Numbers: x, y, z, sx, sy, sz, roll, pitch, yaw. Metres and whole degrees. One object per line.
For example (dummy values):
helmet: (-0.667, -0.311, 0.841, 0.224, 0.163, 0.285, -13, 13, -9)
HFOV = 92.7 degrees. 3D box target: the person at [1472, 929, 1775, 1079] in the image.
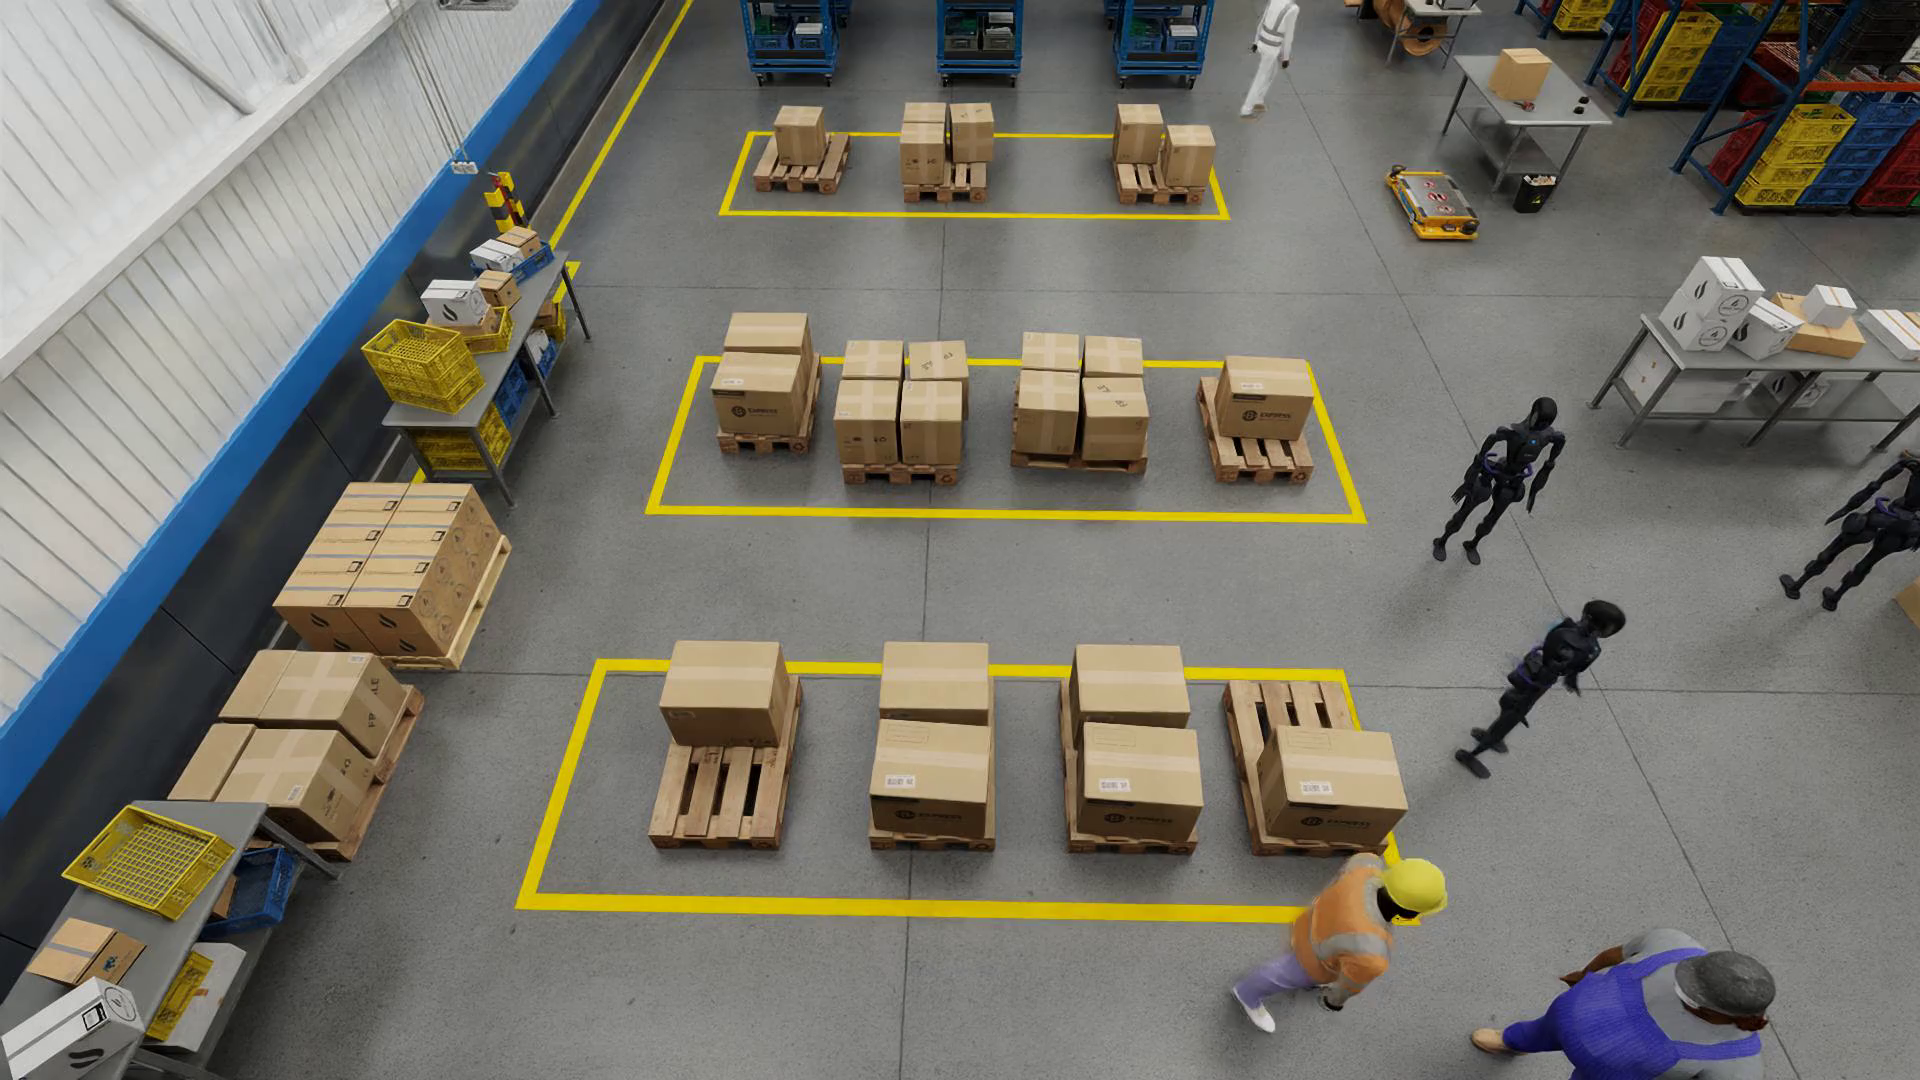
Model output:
person: (3.067, 2.354, 4.325, 0.539, 2.000, 0.688, -2, 49, -2)

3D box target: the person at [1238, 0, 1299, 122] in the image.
person: (4.154, -6.492, 12.101, 0.652, 1.853, 0.583, -11, 50, -9)

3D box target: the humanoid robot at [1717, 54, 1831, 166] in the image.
humanoid robot: (10.119, -5.385, 11.269, 0.556, 1.616, 0.644, 27, 54, 22)

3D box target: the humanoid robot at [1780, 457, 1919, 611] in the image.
humanoid robot: (6.794, -0.126, 6.708, 0.573, 1.652, 0.317, 20, 52, 17)

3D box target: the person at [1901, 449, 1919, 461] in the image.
person: (8.731, -1.251, 7.481, 0.390, 1.985, 0.610, 4, 49, 3)

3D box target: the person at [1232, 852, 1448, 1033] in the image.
person: (1.915, 2.075, 4.668, 0.658, 1.887, 0.597, 16, 51, 13)

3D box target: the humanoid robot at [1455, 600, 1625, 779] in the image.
humanoid robot: (3.663, 0.943, 5.781, 0.610, 1.655, 0.370, -33, 57, -25)

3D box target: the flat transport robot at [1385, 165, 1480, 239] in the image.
flat transport robot: (5.692, -4.094, 11.059, 0.652, 0.197, 1.431, 1, 49, 1)

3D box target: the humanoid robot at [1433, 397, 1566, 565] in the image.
humanoid robot: (4.106, -0.418, 6.962, 0.567, 1.652, 0.327, 7, 50, 6)
